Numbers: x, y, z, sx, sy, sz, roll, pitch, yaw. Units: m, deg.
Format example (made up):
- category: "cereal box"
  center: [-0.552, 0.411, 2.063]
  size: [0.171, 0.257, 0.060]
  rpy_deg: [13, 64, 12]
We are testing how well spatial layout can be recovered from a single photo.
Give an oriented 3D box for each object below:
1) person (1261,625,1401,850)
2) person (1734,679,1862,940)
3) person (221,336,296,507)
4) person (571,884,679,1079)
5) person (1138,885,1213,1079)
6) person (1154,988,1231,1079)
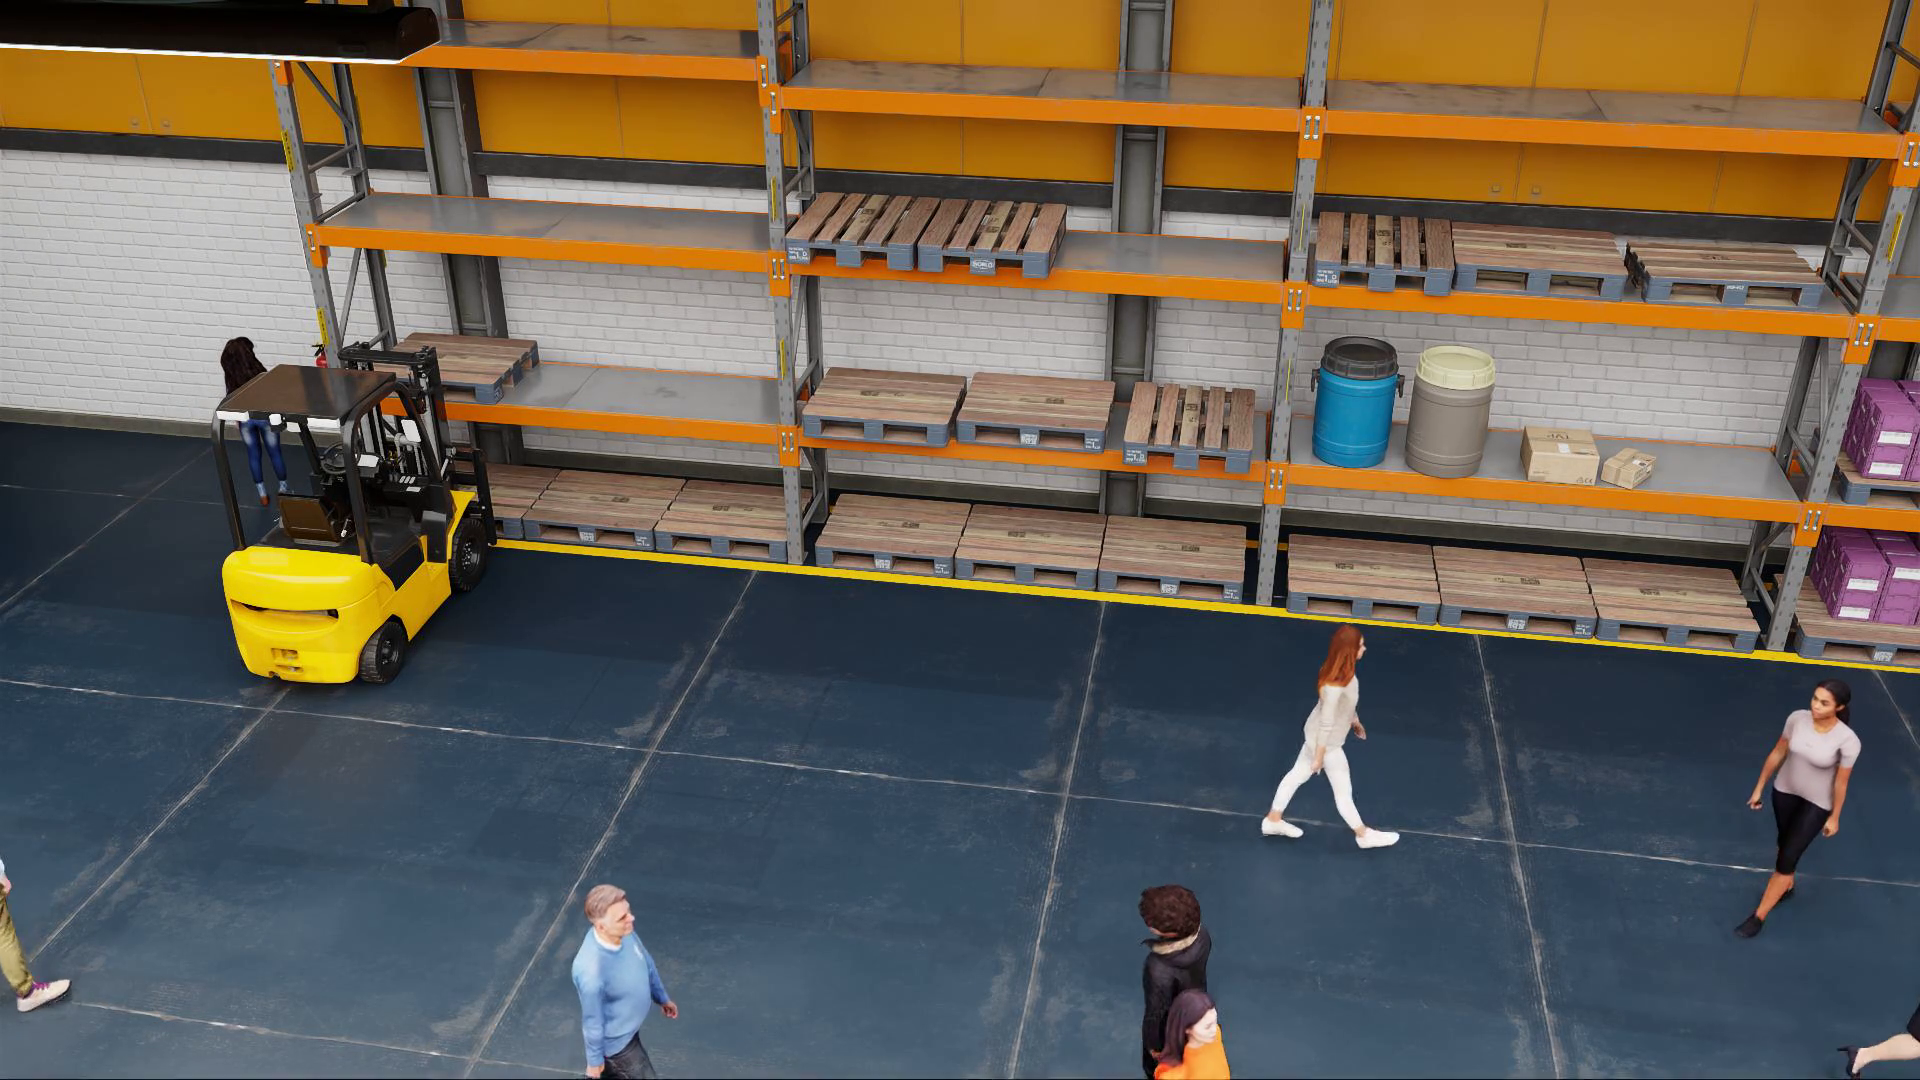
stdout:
- category: "person"
  center: [2.260, 1.277, 10.684]
  size: [1.098, 1.666, 0.609]
  rpy_deg: [4, 29, 6]
- category: "person"
  center: [5.166, 1.565, 10.099]
  size: [1.067, 1.721, 0.970]
  rpy_deg: [-16, 32, -27]
- category: "person"
  center: [-6.369, -1.089, 15.071]
  size: [0.593, 1.617, 0.736]
  rpy_deg: [-4, 29, -8]
- category: "person"
  center: [-1.816, 2.452, 8.418]
  size: [1.145, 1.773, 0.720]
  rpy_deg: [2, 29, 4]
- category: "person"
  center: [1.160, 2.465, 8.428]
  size: [1.143, 1.742, 0.961]
  rpy_deg: [25, 37, 37]
- category: "person"
  center: [1.007, 2.766, 7.882]
  size: [1.077, 1.734, 0.890]
  rpy_deg: [20, 34, 32]
